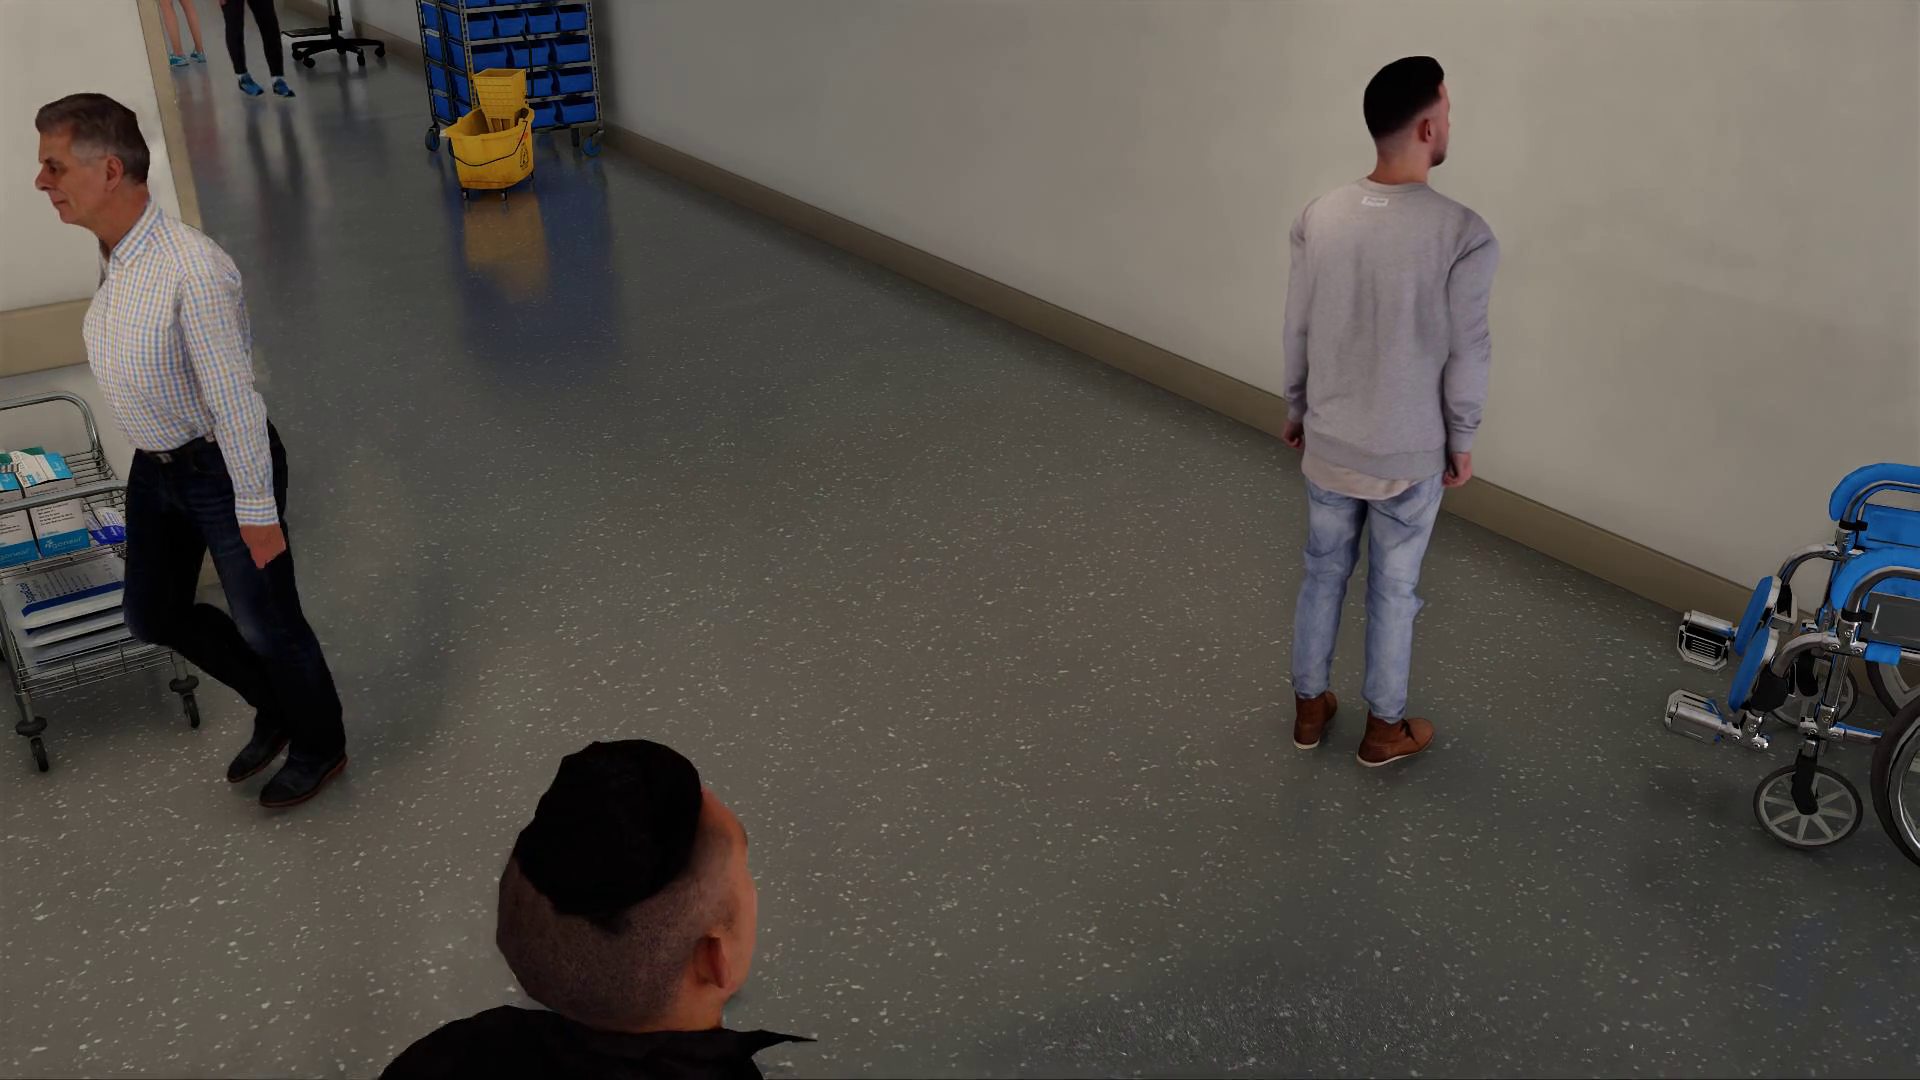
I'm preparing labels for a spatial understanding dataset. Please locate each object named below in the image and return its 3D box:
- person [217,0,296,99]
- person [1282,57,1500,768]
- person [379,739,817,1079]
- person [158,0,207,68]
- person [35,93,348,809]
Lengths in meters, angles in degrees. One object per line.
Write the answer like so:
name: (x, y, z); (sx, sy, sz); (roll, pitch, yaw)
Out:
person: (-5.361, -4.165, 12.337); (0.887, 1.768, 0.978); (19, 32, 34)
person: (1.051, -0.275, 4.190); (0.749, 1.838, 0.688); (18, 31, 33)
person: (-0.276, 1.009, 1.543); (1.040, 1.824, 1.272); (16, 30, 29)
person: (-6.594, -4.848, 13.758); (0.726, 1.764, 0.595); (17, 31, 32)
person: (-1.785, -0.190, 4.062); (0.850, 1.795, 0.797); (15, 29, 28)
